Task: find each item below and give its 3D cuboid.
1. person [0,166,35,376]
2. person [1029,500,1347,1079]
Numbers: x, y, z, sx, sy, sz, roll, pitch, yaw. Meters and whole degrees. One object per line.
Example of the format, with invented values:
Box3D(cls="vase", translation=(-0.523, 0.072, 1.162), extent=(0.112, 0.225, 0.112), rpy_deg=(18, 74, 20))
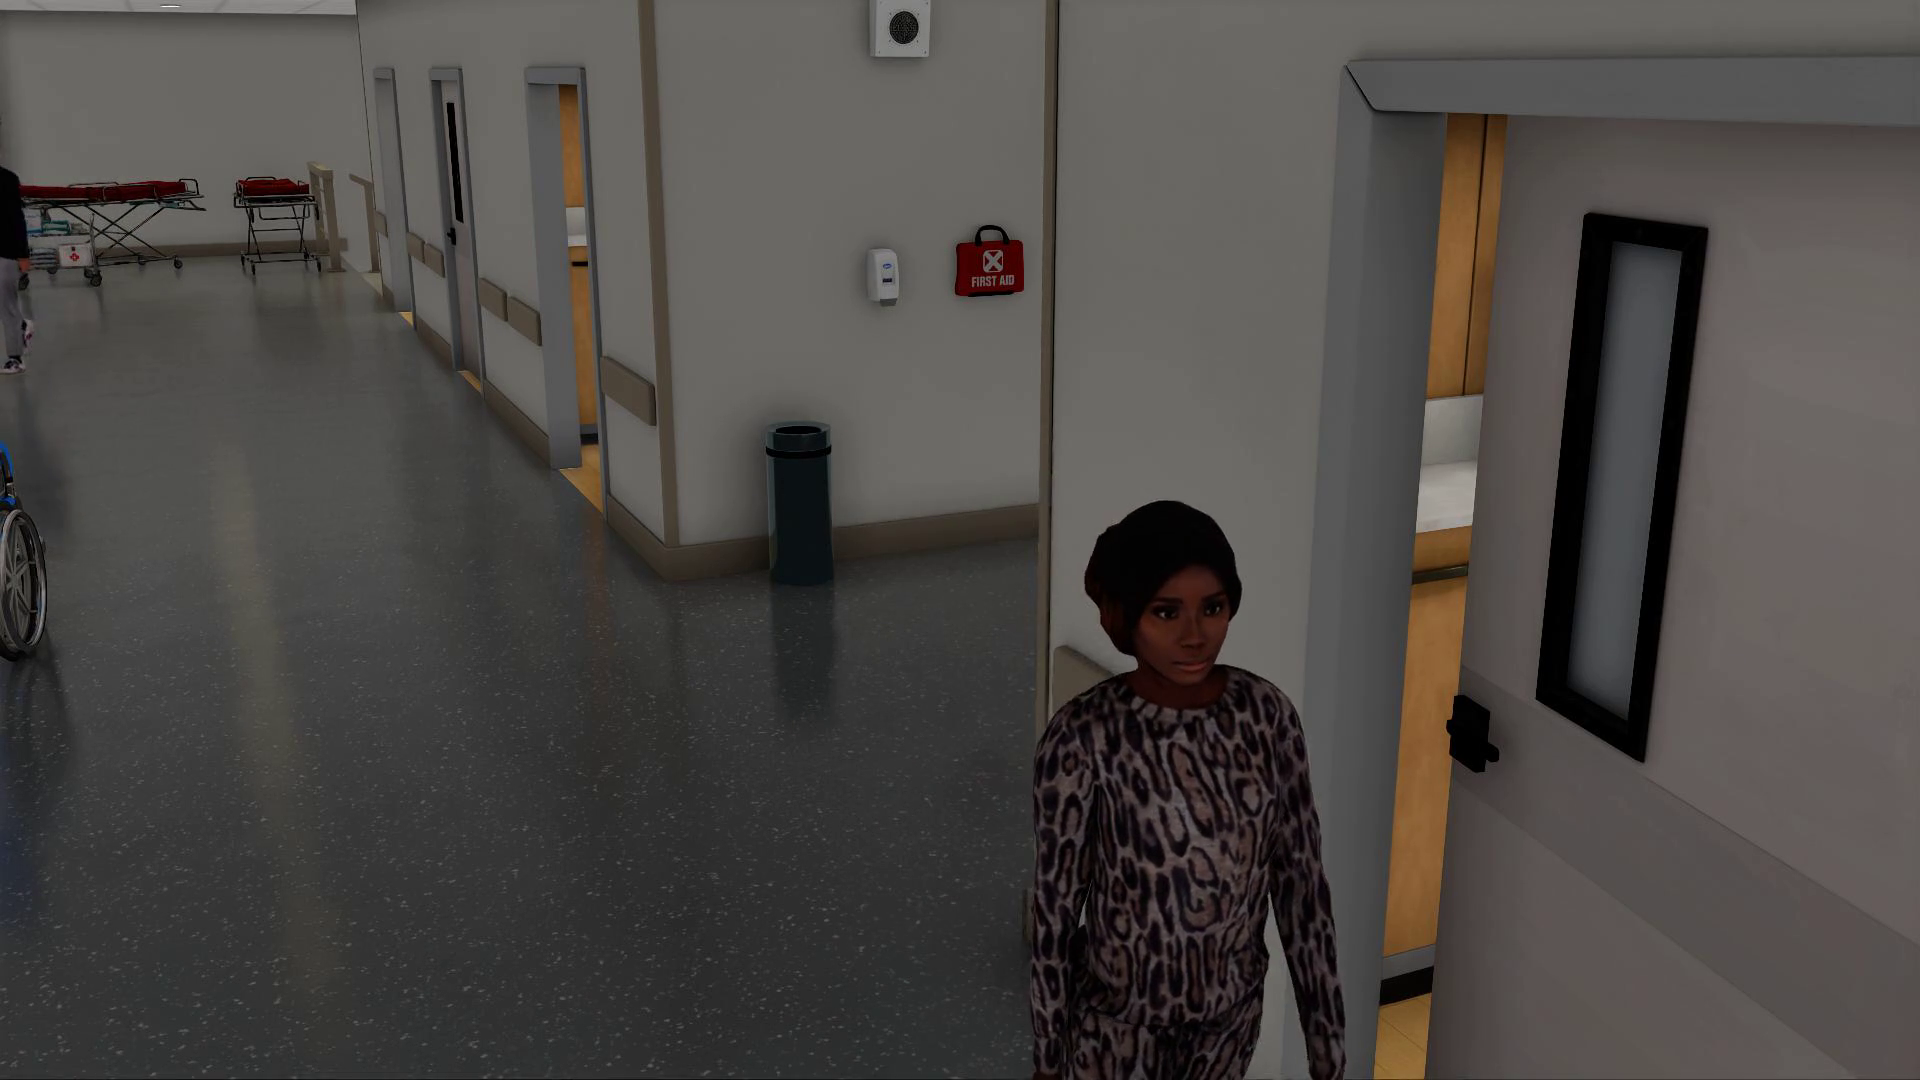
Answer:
Box3D(cls="person", translation=(-7.433, -2.266, 12.896), extent=(0.963, 1.932, 1.105), rpy_deg=(0, 16, -2))
Box3D(cls="person", translation=(0.292, 0.765, 2.625), extent=(0.688, 1.671, 1.128), rpy_deg=(-5, 16, -17))
